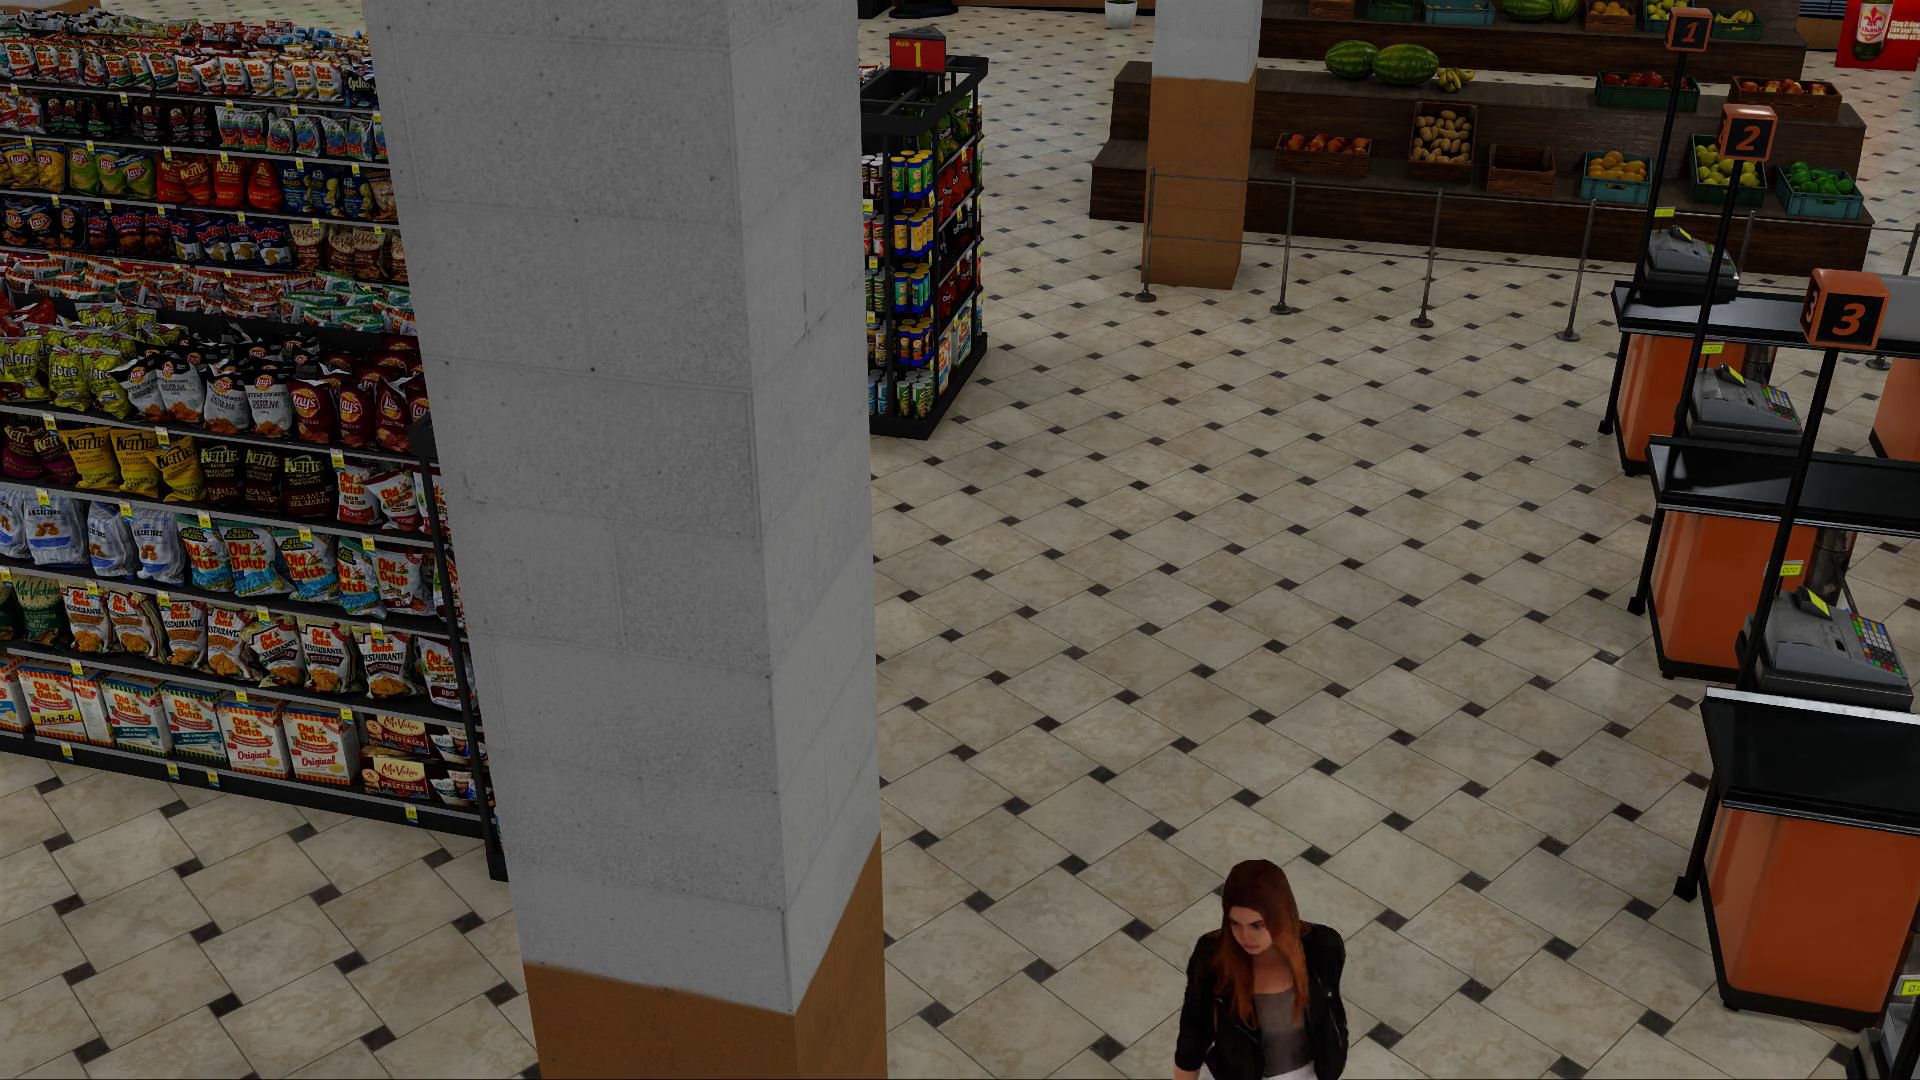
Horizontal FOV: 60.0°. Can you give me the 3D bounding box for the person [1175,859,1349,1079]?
[{"bbox_3d":[0.863,1.481,4.660,0.781,1.668,0.749,-1,29,-1],"label":"person"}]
